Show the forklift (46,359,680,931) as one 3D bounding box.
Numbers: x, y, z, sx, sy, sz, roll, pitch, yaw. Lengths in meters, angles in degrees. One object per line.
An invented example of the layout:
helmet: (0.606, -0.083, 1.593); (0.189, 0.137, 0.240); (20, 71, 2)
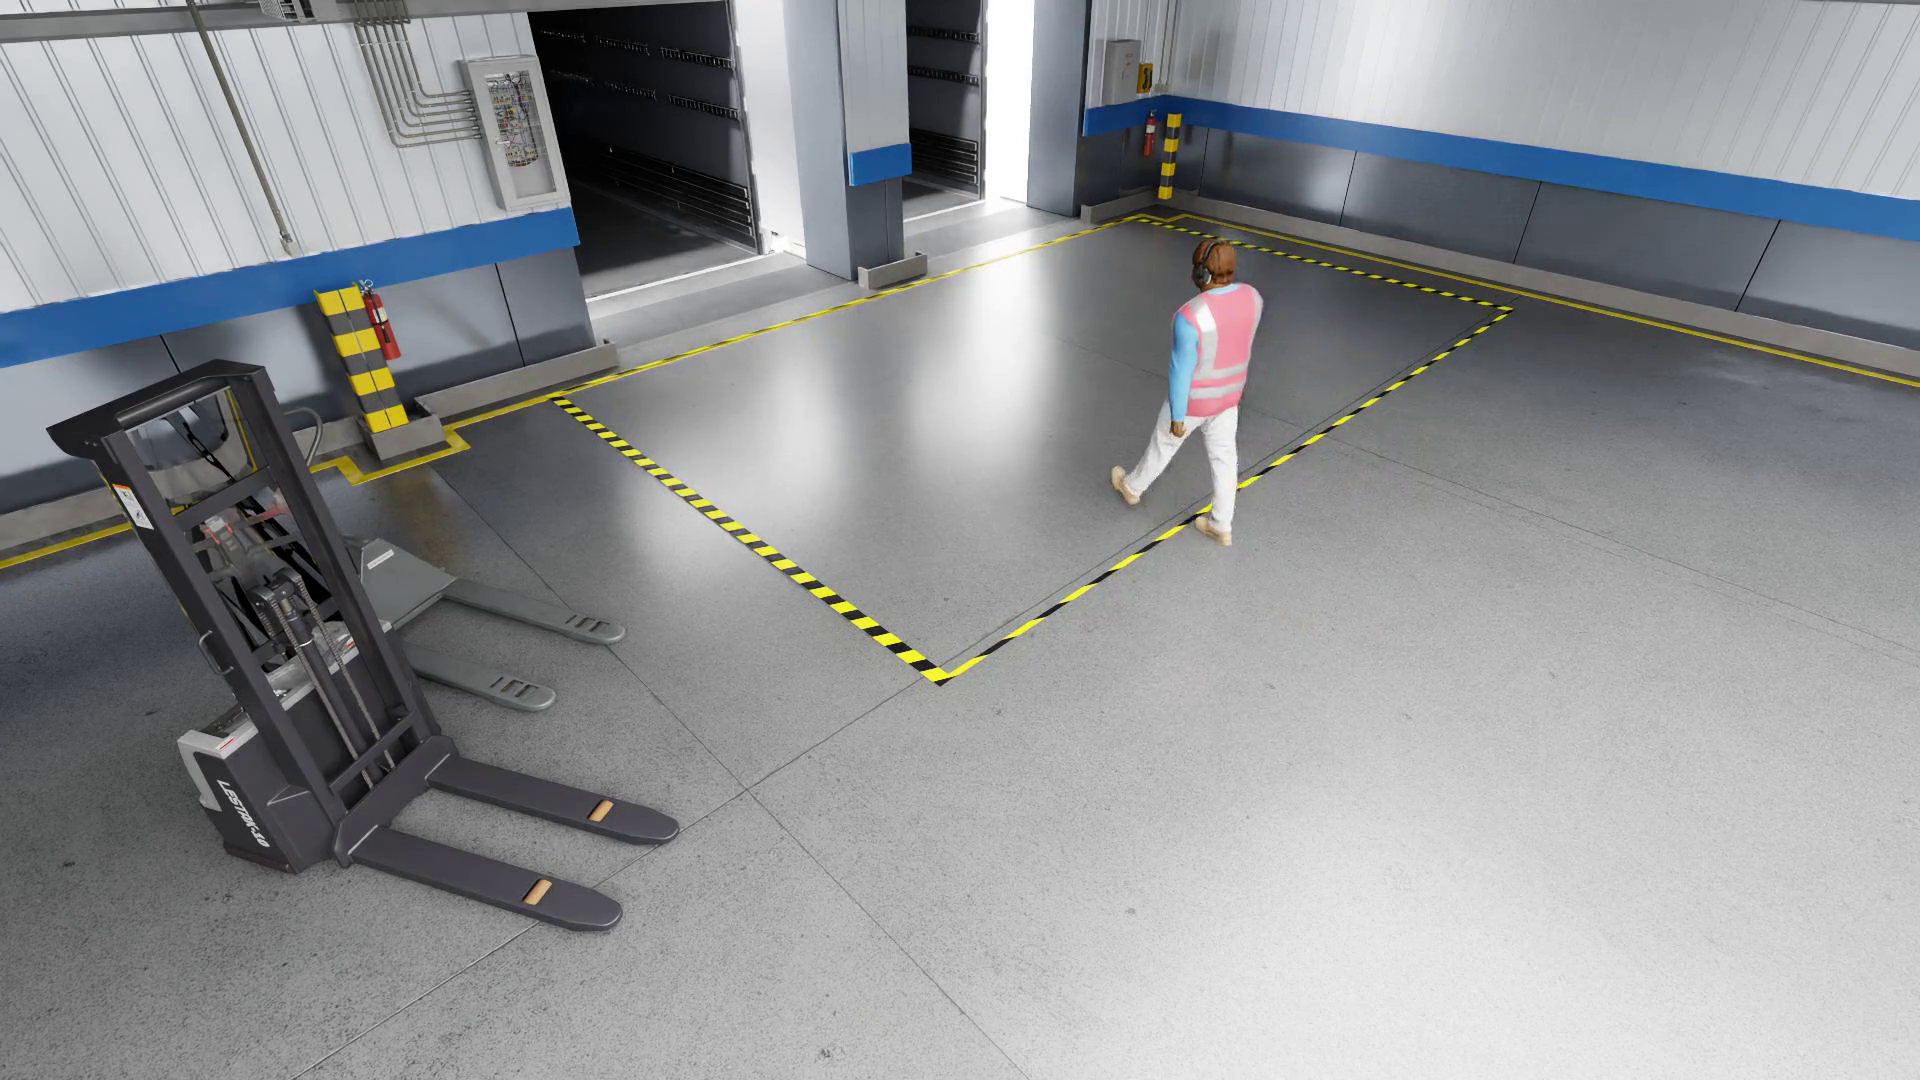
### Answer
forklift: (-2.135, 0.422, 3.354); (1.885, 1.965, 0.823); (10, 35, 14)

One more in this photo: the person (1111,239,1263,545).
person: (1.381, -0.903, 5.479); (0.646, 1.801, 0.925); (-17, 38, -23)

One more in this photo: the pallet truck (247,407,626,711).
pallet truck: (-2.628, 0.038, 4.590); (1.601, 1.201, 0.680); (12, 36, 18)
